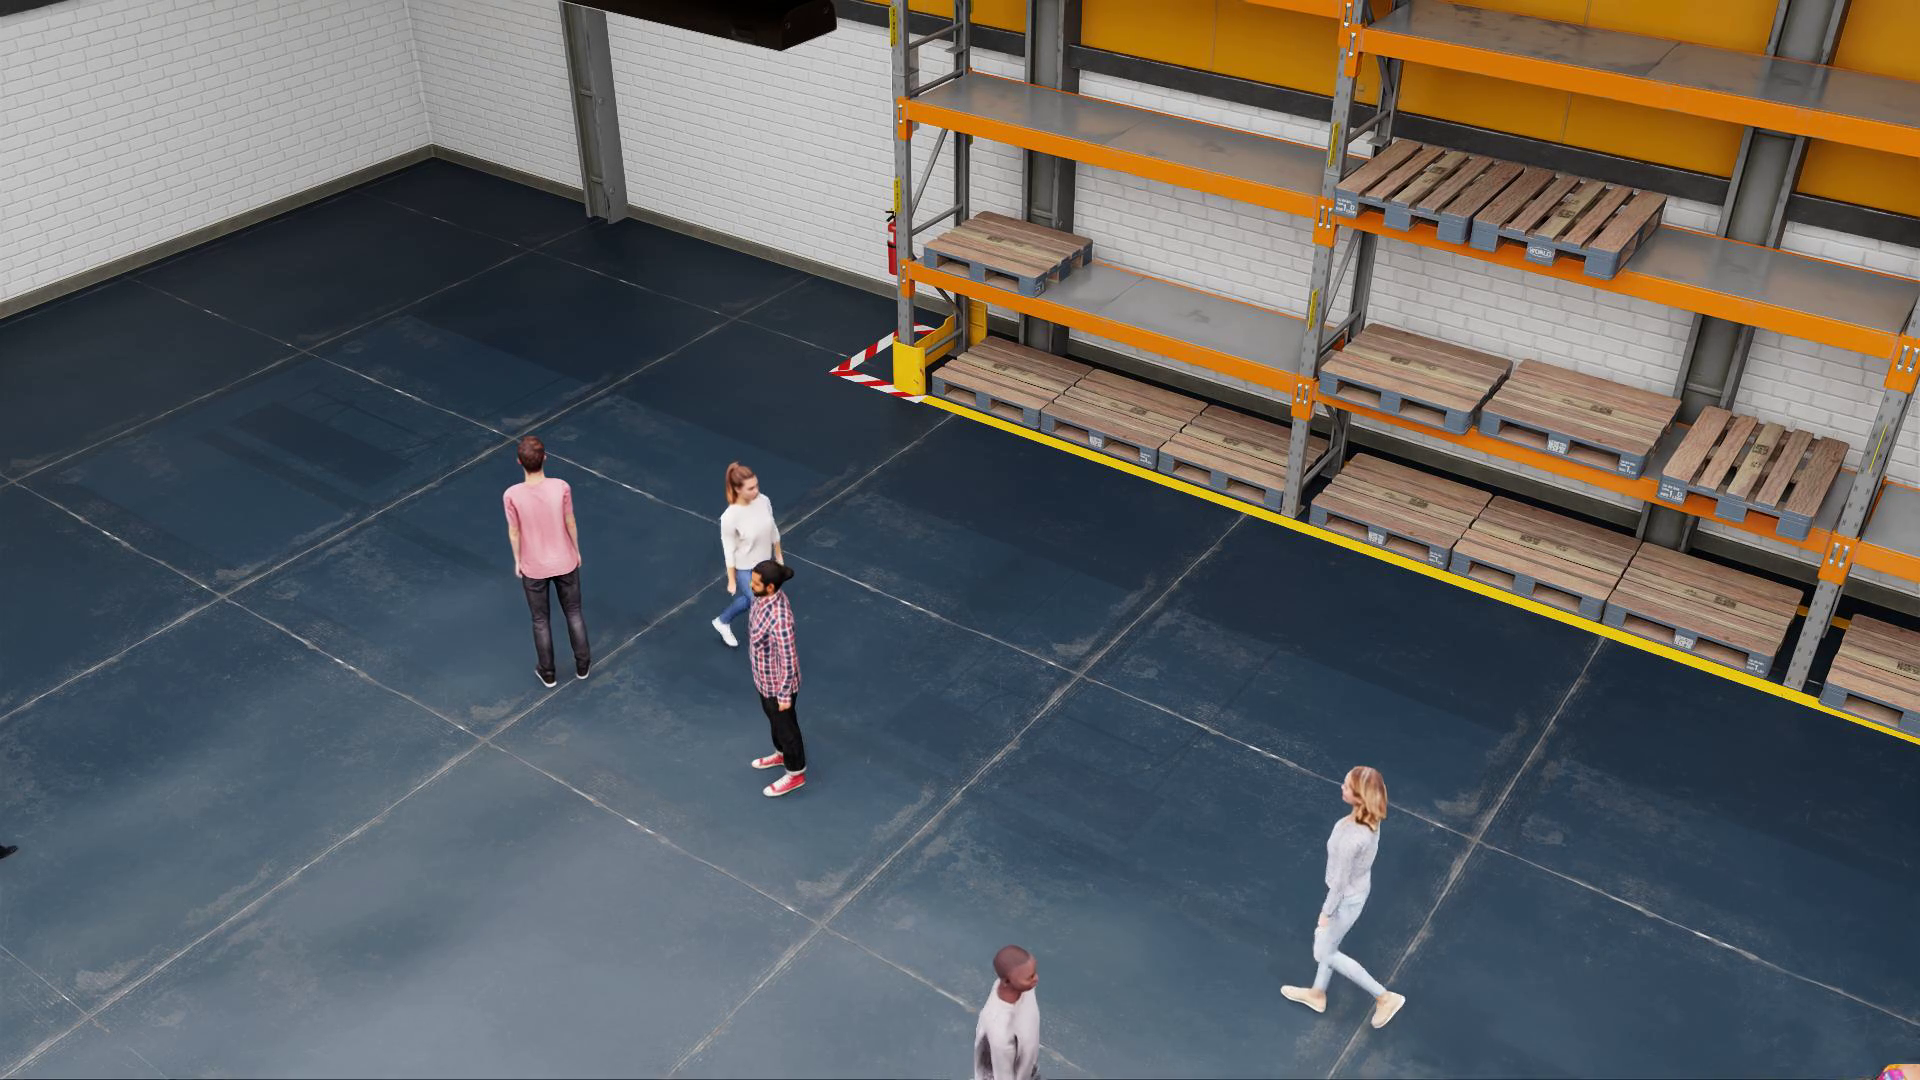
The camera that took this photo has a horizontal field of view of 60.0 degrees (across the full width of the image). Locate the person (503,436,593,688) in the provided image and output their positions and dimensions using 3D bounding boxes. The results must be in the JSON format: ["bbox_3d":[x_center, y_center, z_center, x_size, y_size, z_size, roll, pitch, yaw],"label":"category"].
[{"bbox_3d":[-2.884,0.162,11.639,0.695,1.957,0.708,-13,36,-19],"label":"person"}]

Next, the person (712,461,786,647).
[{"bbox_3d":[-1.538,0.191,11.843,1.084,1.683,0.614,21,39,28],"label":"person"}]

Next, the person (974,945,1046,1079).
[{"bbox_3d":[0.141,2.609,8.133,0.655,1.762,0.688,12,36,18],"label":"person"}]

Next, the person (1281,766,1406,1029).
[{"bbox_3d":[2.170,1.985,9.052,0.936,1.784,0.674,17,37,24],"label":"person"}]

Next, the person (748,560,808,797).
[{"bbox_3d":[-1.191,0.867,10.755,0.845,1.761,0.725,-13,36,-18],"label":"person"}]
